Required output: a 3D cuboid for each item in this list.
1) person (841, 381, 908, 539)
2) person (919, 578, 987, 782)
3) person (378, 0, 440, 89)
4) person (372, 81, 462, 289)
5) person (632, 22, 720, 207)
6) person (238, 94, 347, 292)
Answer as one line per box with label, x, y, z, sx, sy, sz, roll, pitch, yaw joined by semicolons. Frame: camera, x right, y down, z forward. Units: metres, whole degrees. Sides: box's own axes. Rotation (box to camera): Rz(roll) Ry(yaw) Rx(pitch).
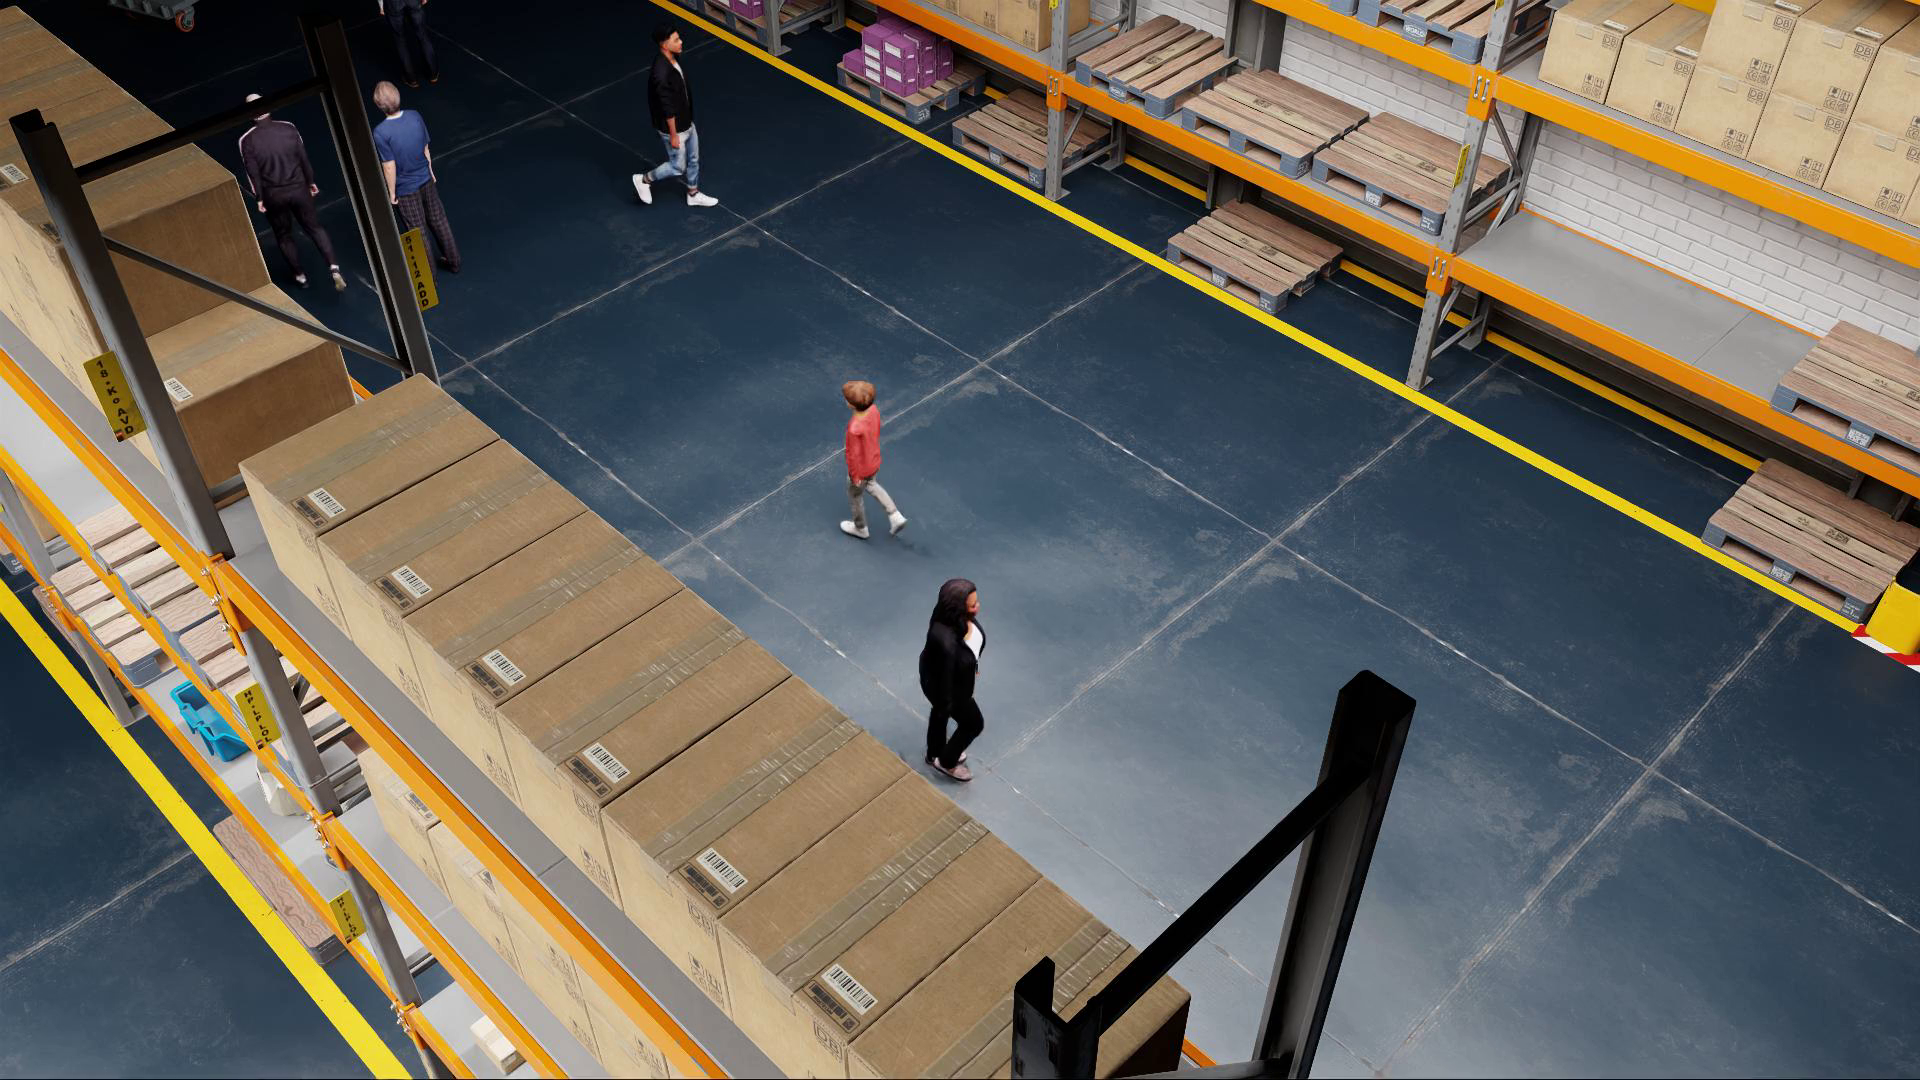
person;-0.618;-0.537;11.747;0.797;1.407;0.632;21;48;21
person;-0.149;0.850;10.151;0.825;1.601;0.766;2;44;2
person;-5.570;-5.408;16.562;0.708;1.818;0.662;-21;47;-21
person;-4.596;-2.994;13.991;0.581;1.870;0.689;28;50;26
person;-2.635;-3.747;14.836;1.109;1.793;0.998;6;44;6
person;-5.567;-2.820;13.847;0.746;1.816;1.017;-29;51;-27
